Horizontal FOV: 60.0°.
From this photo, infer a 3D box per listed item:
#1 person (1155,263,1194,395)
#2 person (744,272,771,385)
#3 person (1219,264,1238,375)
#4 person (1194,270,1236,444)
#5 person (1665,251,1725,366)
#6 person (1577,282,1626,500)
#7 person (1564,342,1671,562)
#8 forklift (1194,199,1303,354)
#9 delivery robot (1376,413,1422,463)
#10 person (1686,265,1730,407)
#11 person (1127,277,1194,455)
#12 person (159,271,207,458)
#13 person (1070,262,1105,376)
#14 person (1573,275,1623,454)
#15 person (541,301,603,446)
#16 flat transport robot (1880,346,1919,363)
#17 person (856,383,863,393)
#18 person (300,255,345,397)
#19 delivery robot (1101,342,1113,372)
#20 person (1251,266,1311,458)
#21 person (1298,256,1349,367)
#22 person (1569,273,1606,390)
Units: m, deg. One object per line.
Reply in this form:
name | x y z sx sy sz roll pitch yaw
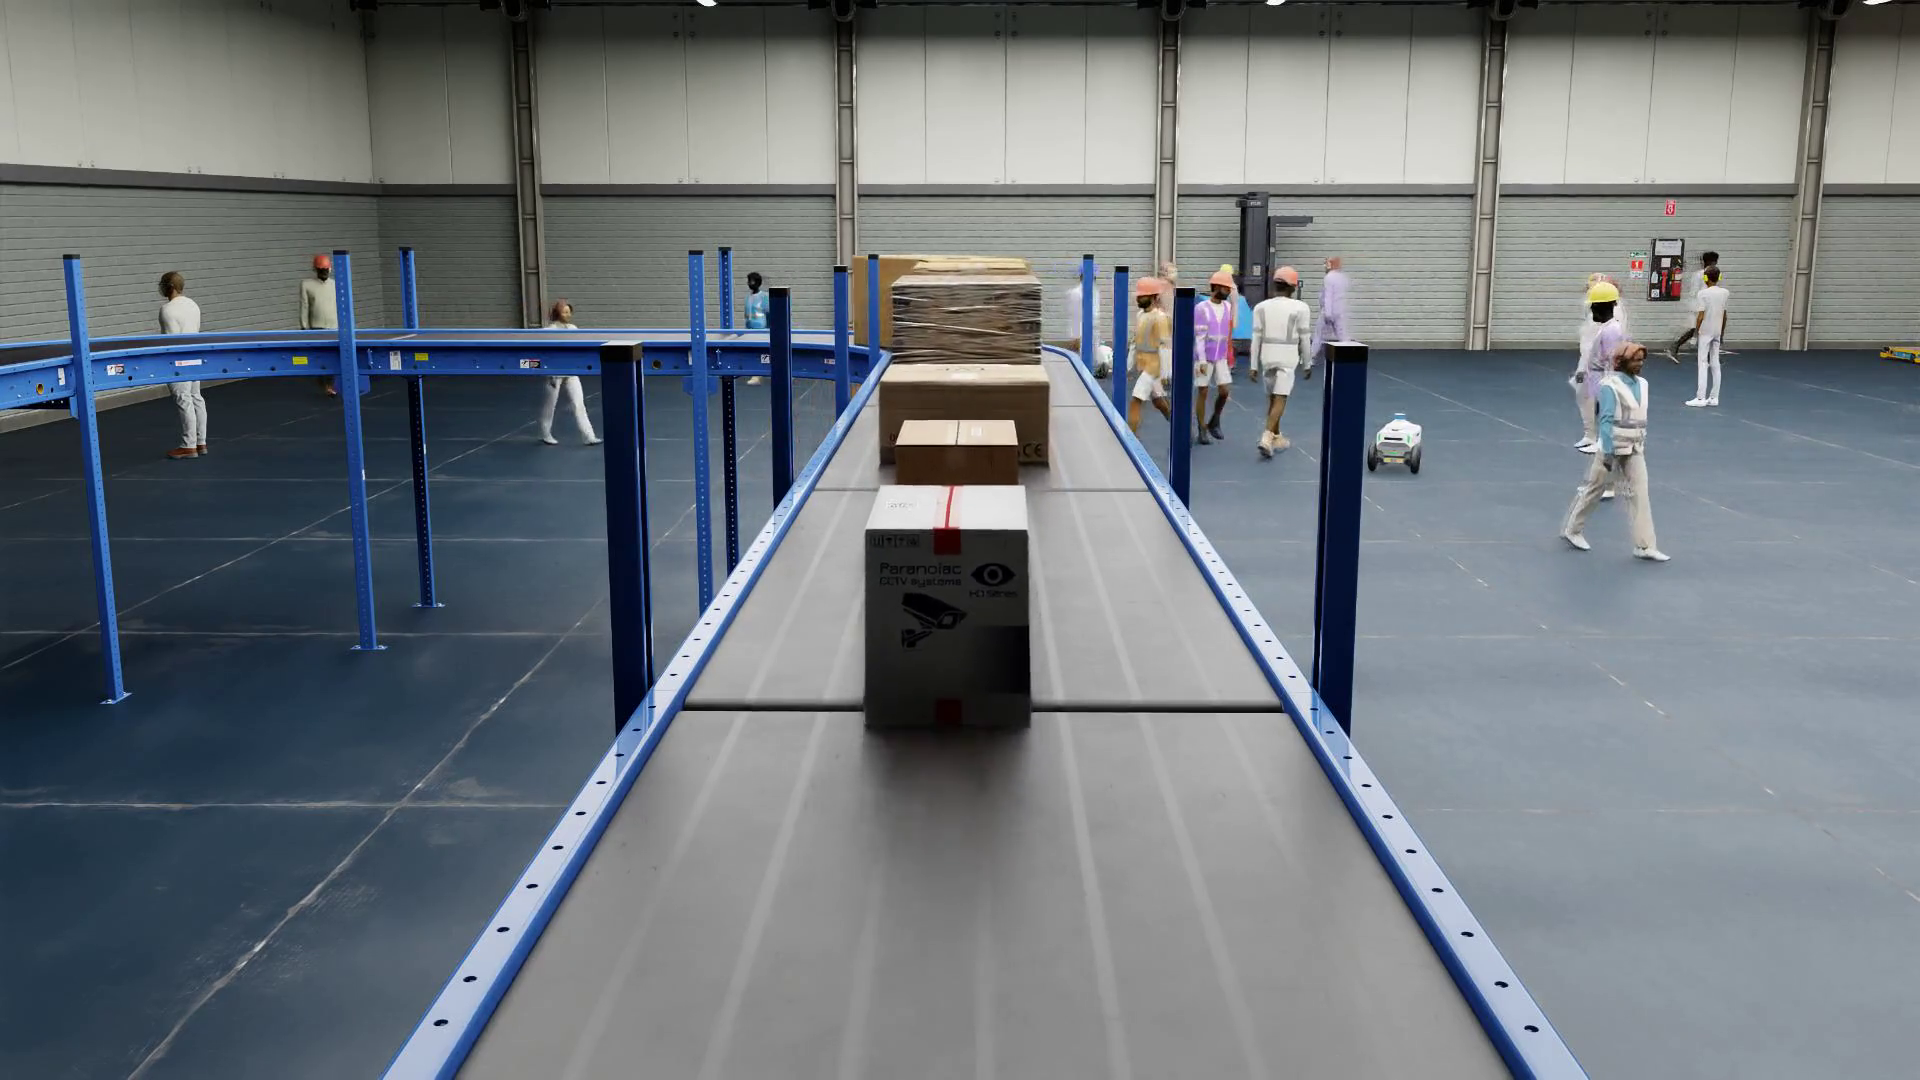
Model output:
person | 2.970 -2.939 23.331 1.033 1.858 0.693 10 15 43
person | -3.005 -3.169 24.925 0.541 1.687 0.441 8 13 35
person | 4.211 -3.491 26.394 0.449 1.751 0.555 -3 11 -13
person | 2.809 -2.021 18.447 0.522 1.916 0.493 -4 12 -19
person | 12.504 -3.921 28.162 0.888 1.941 0.609 0 11 2
person | 5.730 -1.331 14.866 0.384 1.922 0.594 4 12 20
person | 4.876 -0.672 12.333 0.534 1.594 0.870 -6 13 -29
forklift | 5.313 -4.851 30.603 1.873 2.768 1.129 0 11 1
delivery robot | 4.412 -1.027 16.703 0.477 0.478 0.707 5 12 24
person | 9.949 -2.712 22.122 0.519 1.865 0.326 -3 12 -17
person | 2.037 -1.810 17.439 1.007 1.894 0.551 -2 11 -12
person | -8.168 -1.839 17.439 0.373 1.940 0.628 0 11 1
person | 1.664 -2.731 22.033 0.465 1.931 0.638 7 13 33
person | 6.721 -1.865 17.689 0.575 1.885 0.687 7 13 34
person | -4.333 -1.815 18.204 0.884 1.583 0.531 7 13 34
flat transport robot | 16.776 -3.238 29.036 0.652 0.197 1.431 0 11 1
person | -0.710 -0.800 12.924 0.488 1.625 0.517 -4 12 -19
person | -8.828 -2.978 23.228 0.653 1.955 0.933 -7 13 -31
delivery robot | 2.245 -2.891 26.280 0.477 0.478 0.707 -8 13 -35
person | 3.341 -1.880 17.522 0.603 2.004 0.996 7 13 32
person | 6.192 -3.811 27.803 1.014 1.853 0.667 9 14 40
person | 8.834 -2.857 23.204 0.387 1.728 0.505 -1 11 -3
